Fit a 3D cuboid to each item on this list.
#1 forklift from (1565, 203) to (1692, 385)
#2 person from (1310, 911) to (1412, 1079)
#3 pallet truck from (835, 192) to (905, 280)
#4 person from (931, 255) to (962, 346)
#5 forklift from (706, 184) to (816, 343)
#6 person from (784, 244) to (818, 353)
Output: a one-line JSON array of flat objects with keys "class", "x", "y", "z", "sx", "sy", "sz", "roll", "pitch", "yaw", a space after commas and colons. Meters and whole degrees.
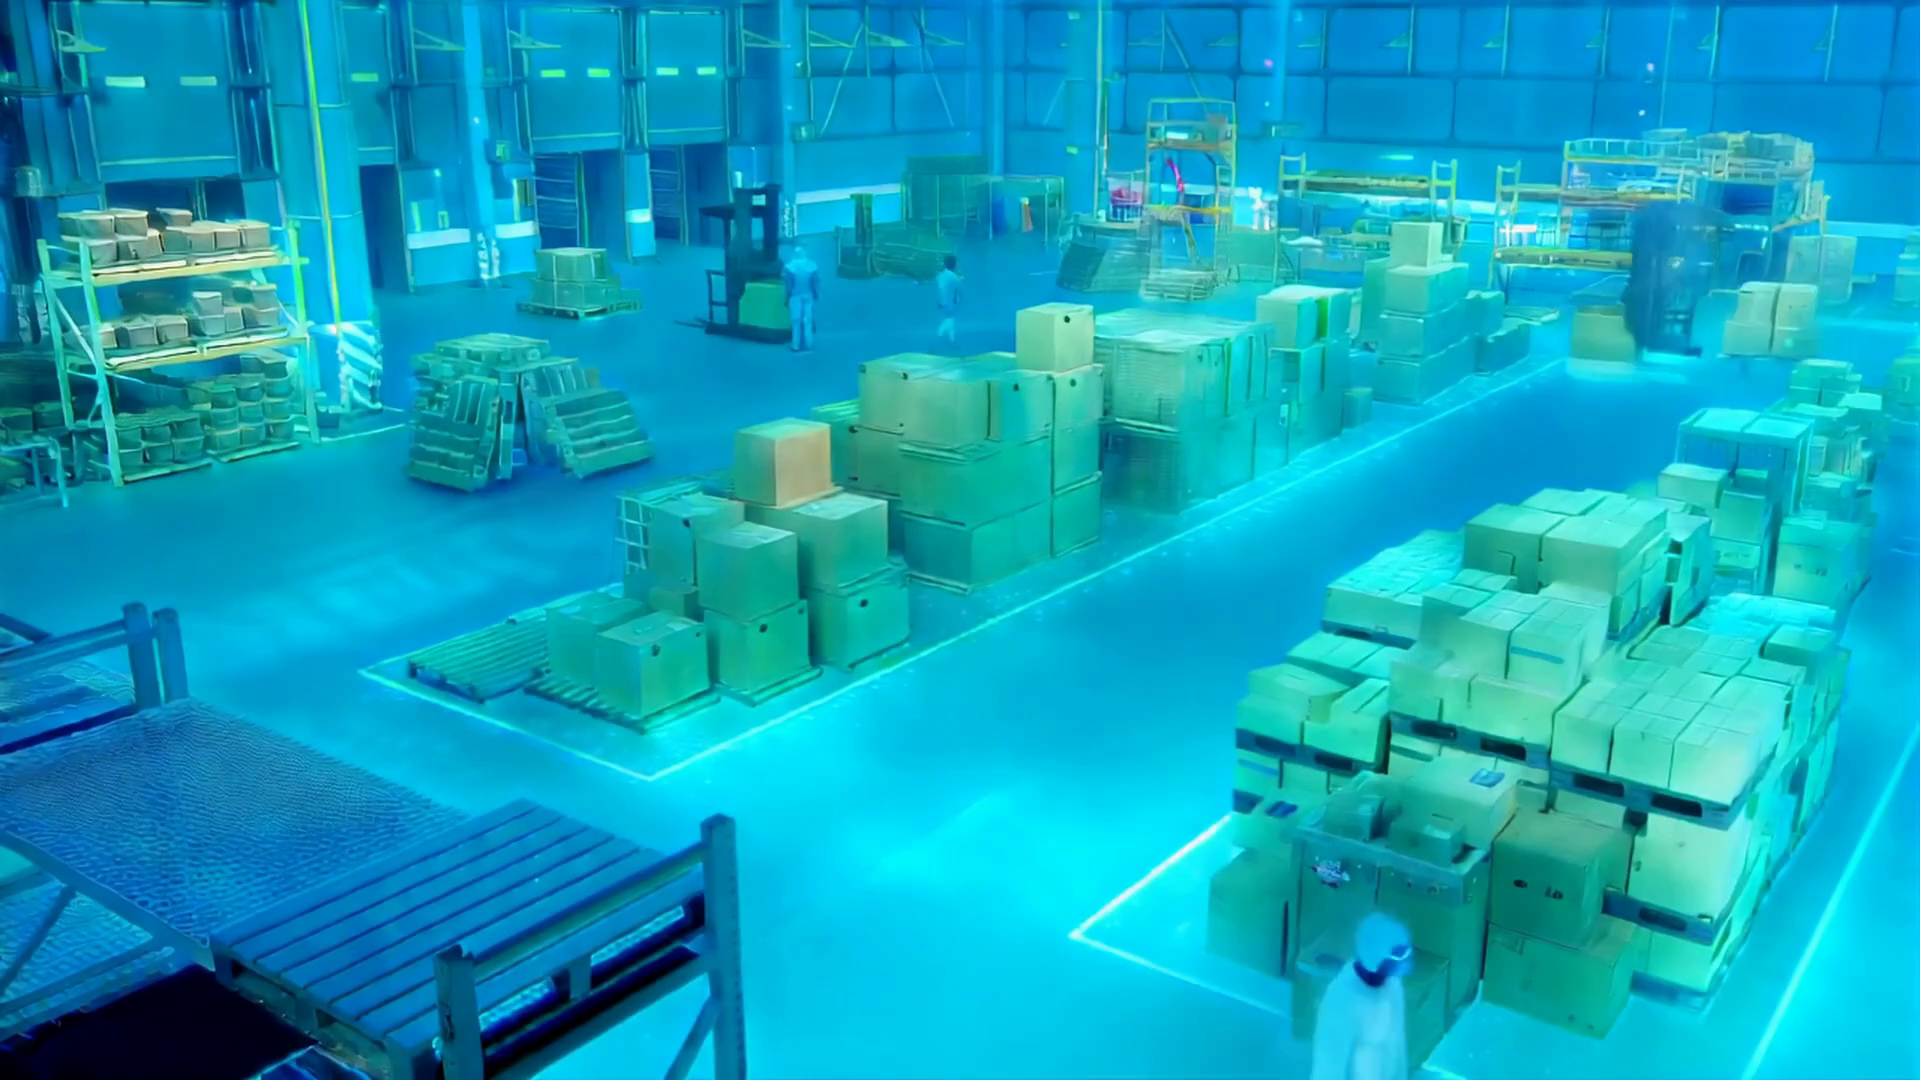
[{"class": "forklift", "x": 11.128, "y": -4.088, "z": 27.312, "sx": 1.873, "sy": 2.768, "sz": 1.129, "roll": 8, "pitch": 19, "yaw": 26}, {"class": "person", "x": 1.700, "y": 2.459, "z": 7.337, "sx": 1.051, "sy": 1.892, "sz": 0.641, "roll": 11, "pitch": 20, "yaw": 32}, {"class": "pallet truck", "x": -1.936, "y": -7.159, "z": 38.982, "sx": 1.885, "sy": 1.965, "sz": 0.823, "roll": -12, "pitch": 21, "yaw": -34}, {"class": "person", "x": -0.245, "y": -4.310, "z": 30.099, "sx": 0.645, "sy": 1.676, "sz": 0.535, "roll": -11, "pitch": 20, "yaw": -31}, {"class": "forklift", "x": -3.717, "y": -5.181, "z": 30.929, "sx": 1.873, "sy": 2.768, "sz": 1.129, "roll": 12, "pitch": 21, "yaw": 35}, {"class": "person", "x": -2.832, "y": -4.309, "z": 29.667, "sx": 0.636, "sy": 1.931, "sz": 0.377, "roll": -9, "pitch": 19, "yaw": -28}]
